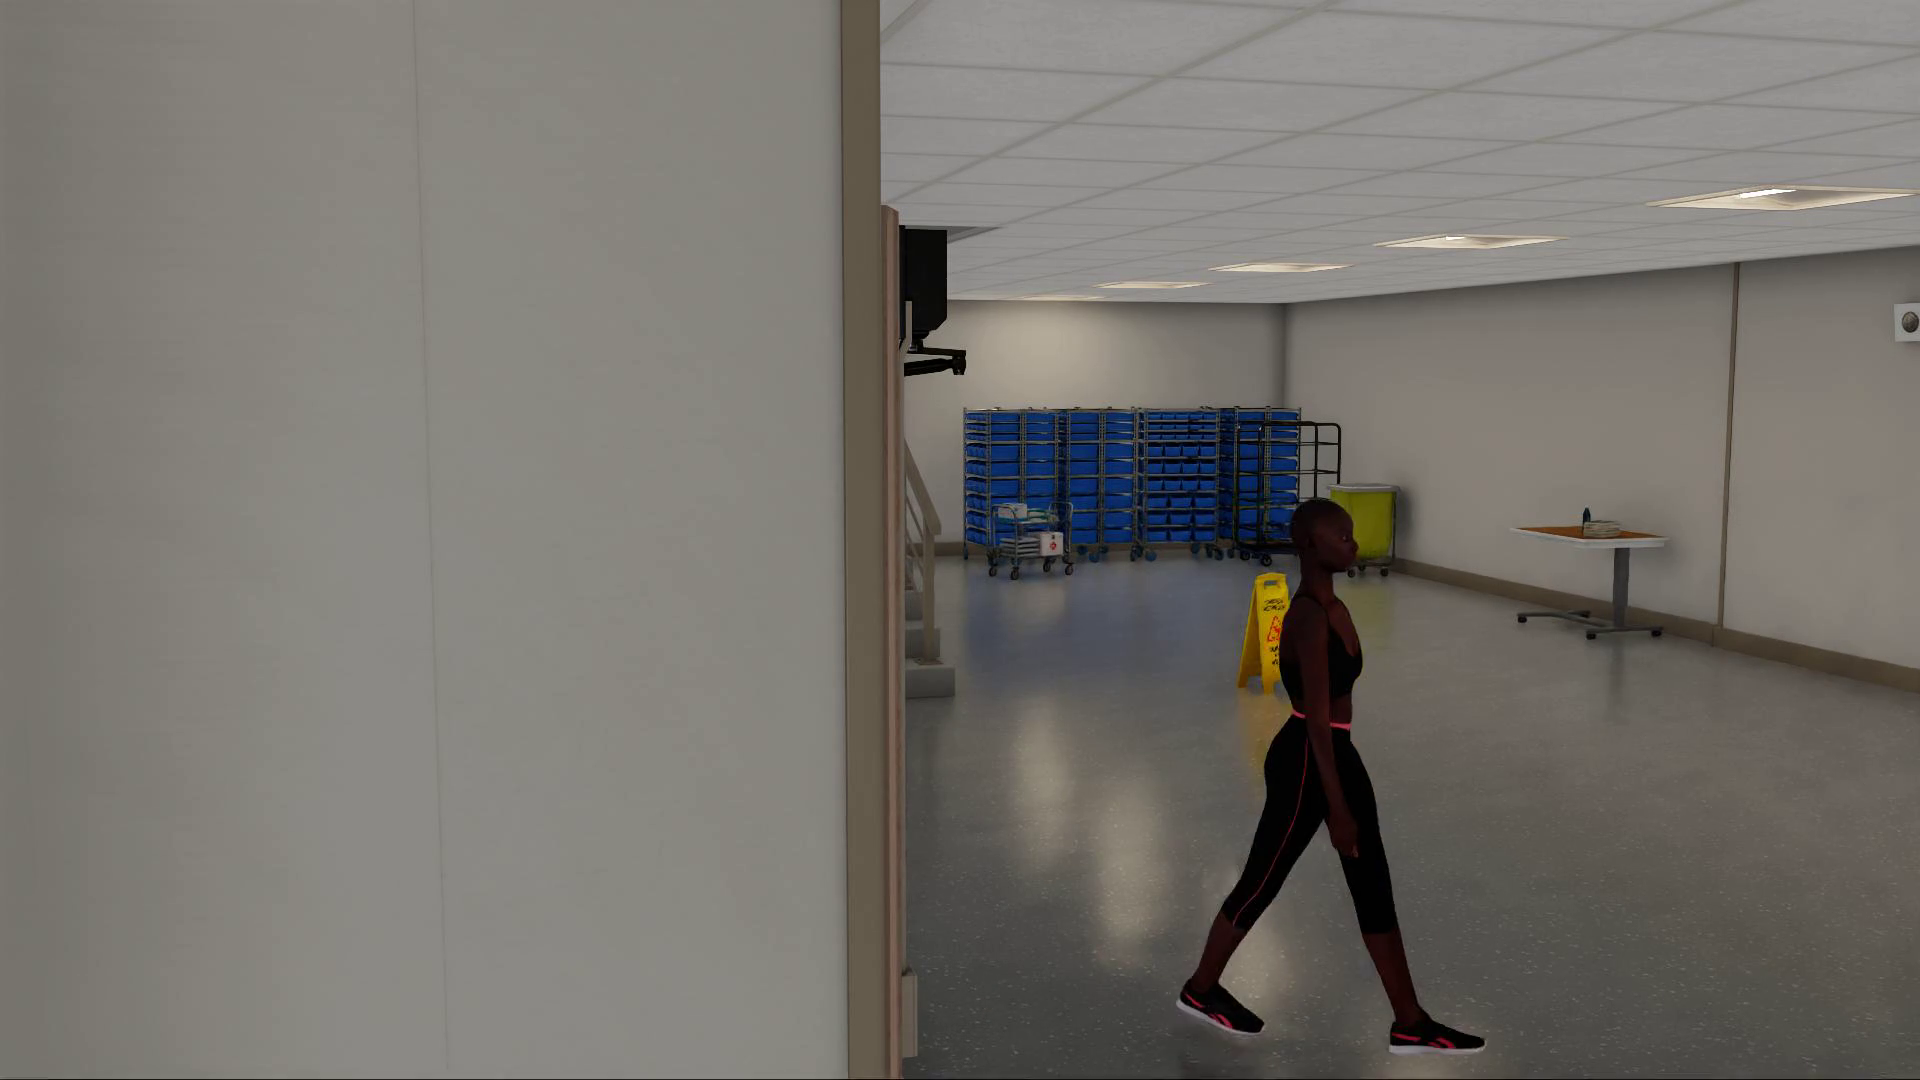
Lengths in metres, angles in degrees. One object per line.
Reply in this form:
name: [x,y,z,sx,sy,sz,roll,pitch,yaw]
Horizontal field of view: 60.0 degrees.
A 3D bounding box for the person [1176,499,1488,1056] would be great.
person: [1.009,0.769,5.194,1.189,1.708,1.169,3,6,27]
